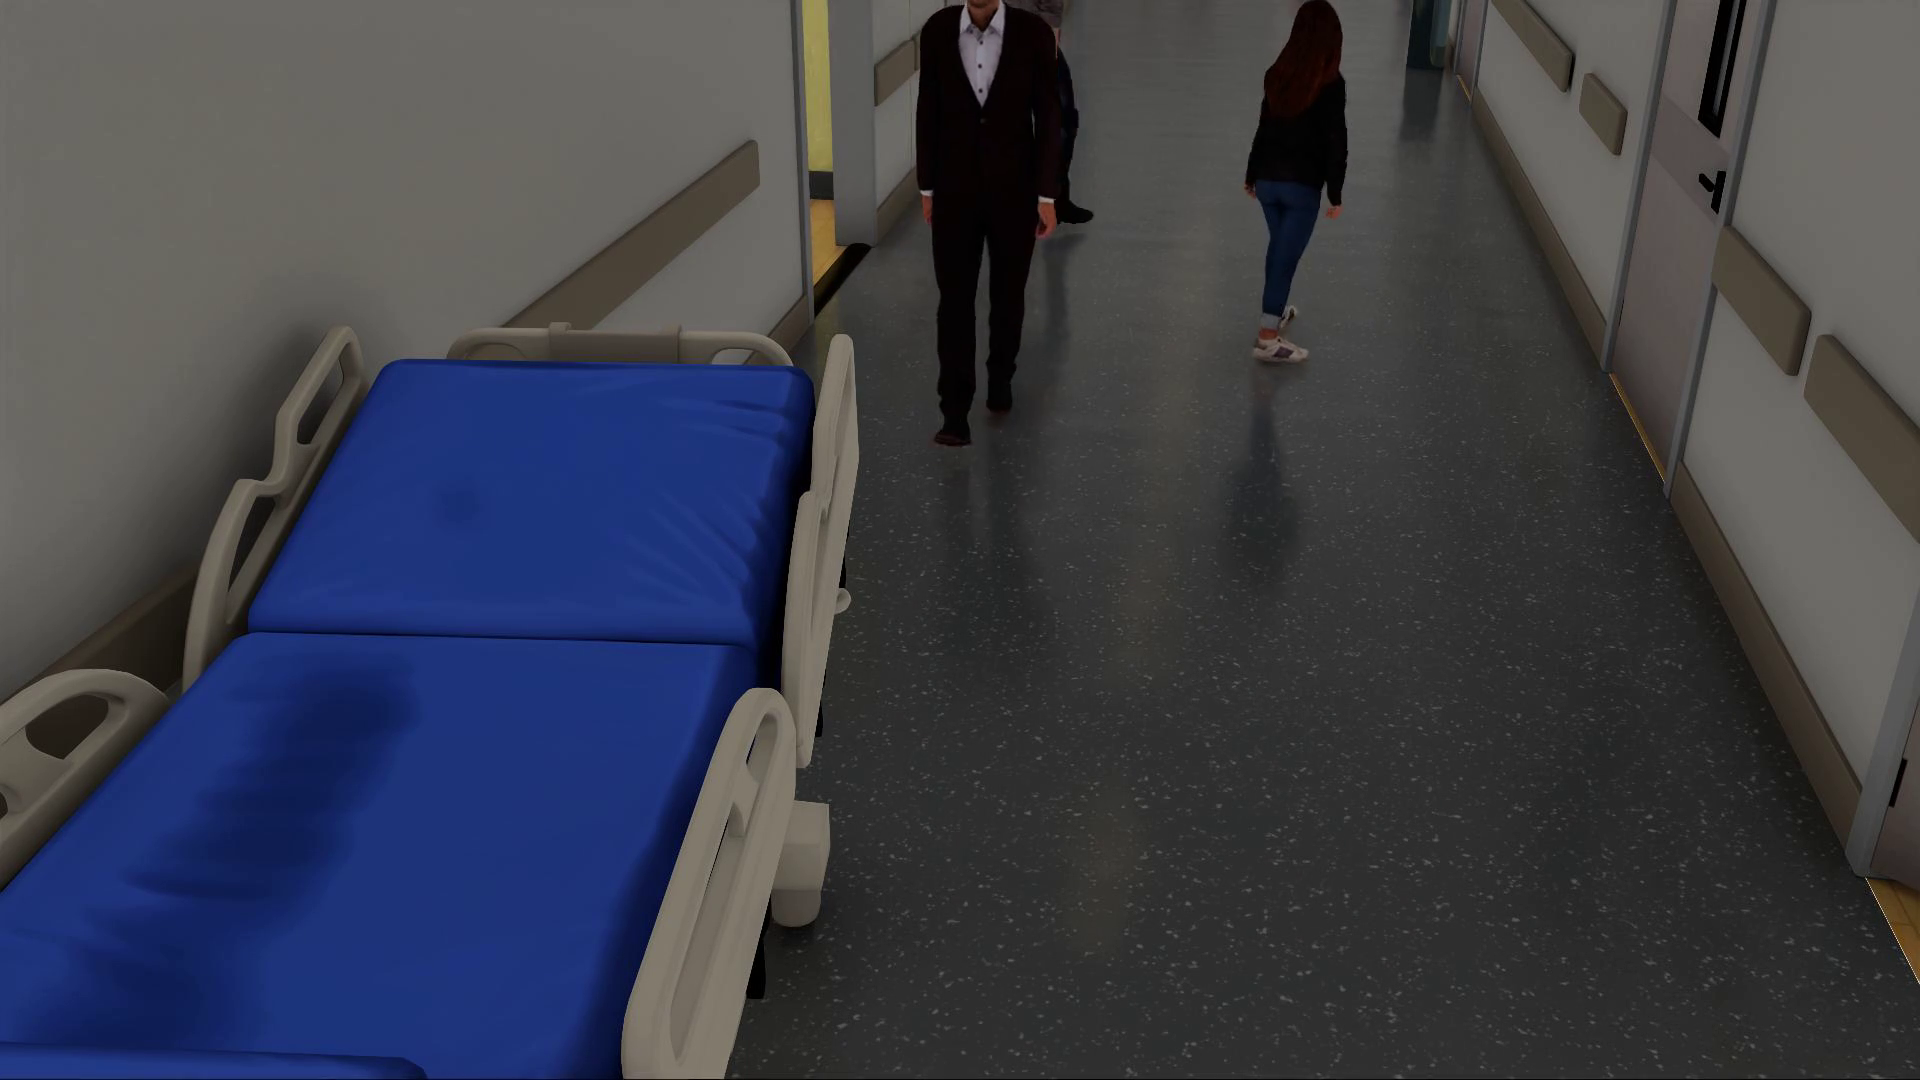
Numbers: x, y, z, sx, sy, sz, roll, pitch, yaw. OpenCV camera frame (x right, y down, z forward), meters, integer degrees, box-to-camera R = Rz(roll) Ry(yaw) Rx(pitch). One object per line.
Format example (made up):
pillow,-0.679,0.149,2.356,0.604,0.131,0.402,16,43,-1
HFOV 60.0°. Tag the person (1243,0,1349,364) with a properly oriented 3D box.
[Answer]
person,1.349,-1.485,6.976,0.919,1.445,0.877,-18,31,-33

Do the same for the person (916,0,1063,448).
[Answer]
person,0.115,-1.288,6.141,1.086,1.816,0.789,3,26,6

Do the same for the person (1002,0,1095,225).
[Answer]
person,0.289,-2.516,8.611,0.971,1.882,0.919,-20,32,-36
